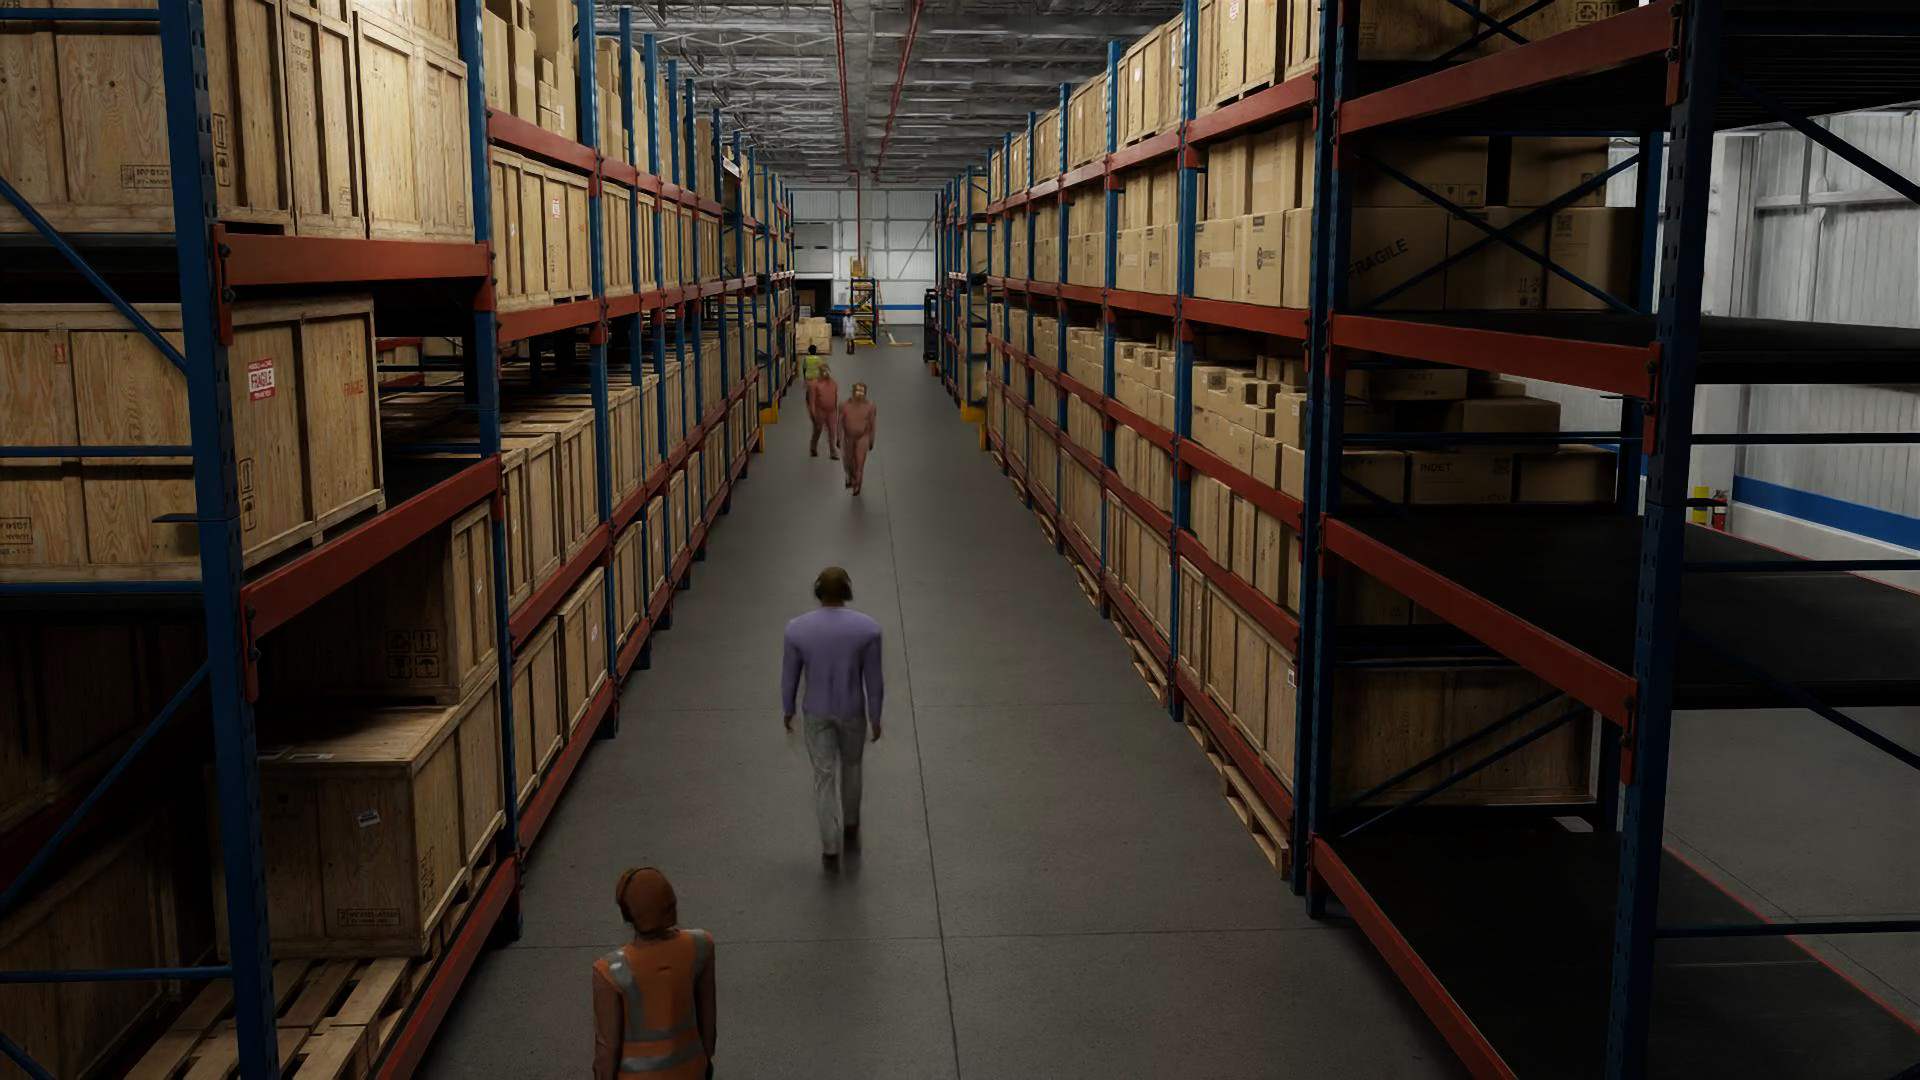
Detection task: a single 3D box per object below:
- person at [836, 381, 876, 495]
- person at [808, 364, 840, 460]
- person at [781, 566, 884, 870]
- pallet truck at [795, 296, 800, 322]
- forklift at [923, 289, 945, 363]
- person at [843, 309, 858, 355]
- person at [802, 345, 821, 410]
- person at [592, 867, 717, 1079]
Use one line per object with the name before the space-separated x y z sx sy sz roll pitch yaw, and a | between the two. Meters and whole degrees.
person | -1.721 -1.694 27.552 0.667 1.884 0.538 0 10 2
person | -2.684 -2.520 32.548 0.652 1.870 0.924 -6 11 -31
person | -0.828 1.100 10.803 0.654 1.895 0.956 -1 10 -6
pallet truck | -8.622 -12.439 91.403 1.885 1.965 0.823 2 10 13
forklift | -0.836 -8.192 63.404 1.129 2.768 1.873 -1 10 -3
person | -4.541 -8.640 69.108 0.664 1.871 1.017 2 10 10
person | -3.830 -4.214 43.164 0.536 1.696 0.322 3 10 15
person | -1.125 2.006 6.183 0.514 1.640 0.310 -8 12 -39
